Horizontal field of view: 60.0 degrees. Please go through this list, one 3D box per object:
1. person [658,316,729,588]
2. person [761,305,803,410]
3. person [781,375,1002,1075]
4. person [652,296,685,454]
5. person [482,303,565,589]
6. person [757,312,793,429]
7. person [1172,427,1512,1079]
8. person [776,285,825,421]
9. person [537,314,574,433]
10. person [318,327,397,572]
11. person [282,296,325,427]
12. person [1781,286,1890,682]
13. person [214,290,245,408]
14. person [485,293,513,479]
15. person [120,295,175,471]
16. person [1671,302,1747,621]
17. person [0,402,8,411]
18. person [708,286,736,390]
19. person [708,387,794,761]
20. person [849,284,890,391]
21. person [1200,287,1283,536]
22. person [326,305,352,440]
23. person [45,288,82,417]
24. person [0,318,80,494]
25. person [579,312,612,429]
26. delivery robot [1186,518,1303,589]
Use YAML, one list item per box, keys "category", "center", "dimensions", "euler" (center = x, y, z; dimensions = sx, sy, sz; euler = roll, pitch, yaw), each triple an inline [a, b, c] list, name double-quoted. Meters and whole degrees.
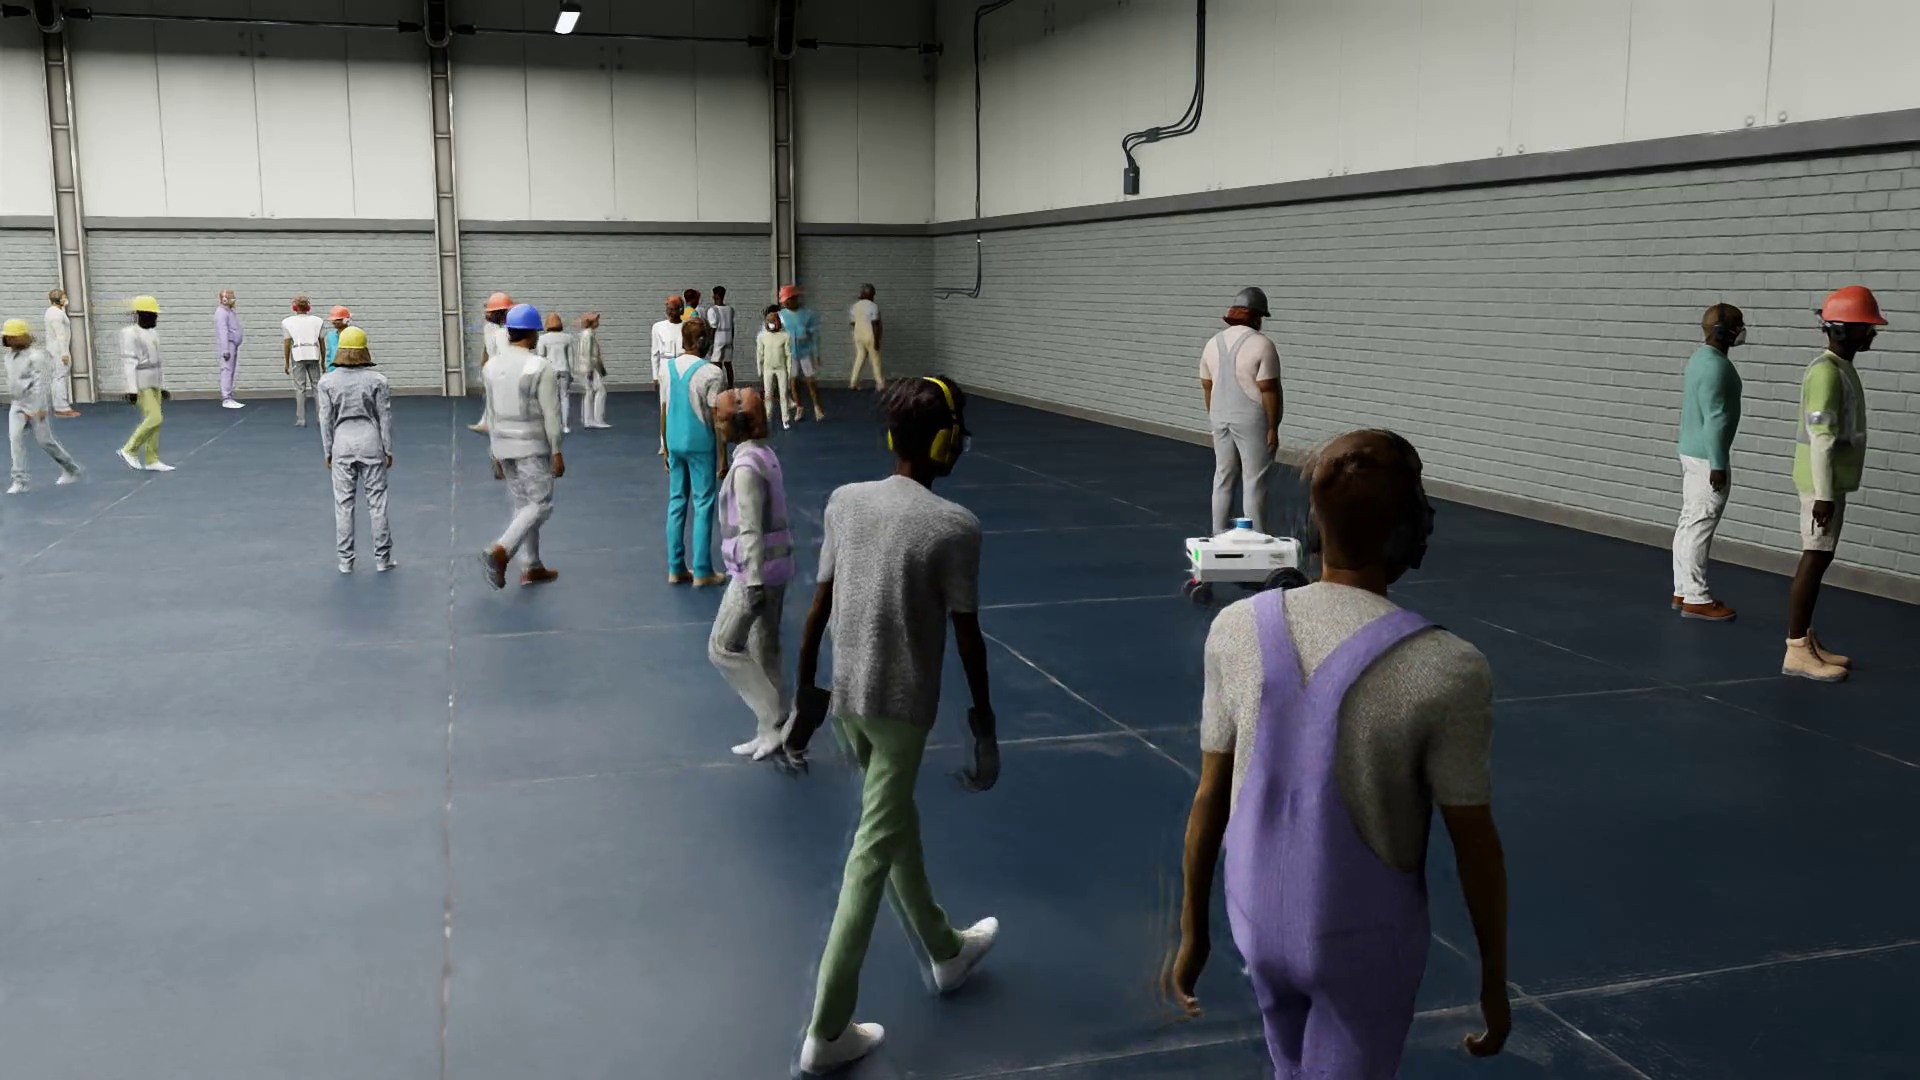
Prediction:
- category: "person"
  center: [-1.791, -0.588, 11.223]
  dimensions: [0.524, 1.834, 0.355]
  euler: [4, 10, 25]
- category: "person"
  center: [-2.848, -2.884, 26.391]
  dimensions: [0.840, 1.653, 0.551]
  euler: [2, 9, 14]
- category: "person"
  center: [-0.123, 0.465, 4.544]
  dimensions: [0.539, 1.813, 0.952]
  euler: [8, 12, 40]
- category: "person"
  center: [-3.363, -1.950, 19.754]
  dimensions: [0.574, 1.881, 0.358]
  euler: [-1, 9, -6]
- category: "person"
  center: [-2.954, -0.602, 11.060]
  dimensions: [0.616, 1.925, 0.741]
  euler: [5, 10, 31]
- category: "person"
  center: [-2.575, -2.354, 23.154]
  dimensions: [0.499, 1.627, 0.279]
  euler: [0, 9, 3]
- category: "person"
  center: [0.719, 0.708, 2.980]
  dimensions: [0.557, 1.819, 0.757]
  euler: [8, 12, 40]
- category: "person"
  center: [-2.377, -2.707, 24.232]
  dimensions: [0.673, 1.991, 0.499]
  euler: [0, 9, -3]
- category: "person"
  center: [-5.472, -2.247, 22.541]
  dimensions: [0.507, 1.608, 0.397]
  euler: [-5, 10, -28]
- category: "person"
  center: [-4.278, -0.638, 11.825]
  dimensions: [0.487, 1.744, 0.297]
  euler: [-2, 9, -13]
- category: "person"
  center: [-9.209, -2.503, 23.389]
  dimensions: [0.564, 1.846, 0.393]
  euler: [-6, 11, -35]
- category: "person"
  center: [4.564, -0.294, 8.678]
  dimensions: [0.388, 2.041, 0.615]
  euler: [6, 11, 32]
- category: "person"
  center: [-11.812, -3.084, 26.913]
  dimensions: [0.399, 1.908, 0.643]
  euler: [-2, 9, -15]
- category: "person"
  center: [-4.727, -1.594, 17.310]
  dimensions: [0.376, 1.932, 0.551]
  euler: [0, 9, 0]
- category: "person"
  center: [-8.759, -1.679, 17.936]
  dimensions: [0.452, 1.909, 0.582]
  euler: [0, 9, -3]
- category: "person"
  center: [4.611, -0.486, 10.231]
  dimensions: [0.371, 1.941, 0.627]
  euler: [2, 9, 15]
- category: "person"
  center: [-15.574, -2.927, 26.271]
  dimensions: [0.882, 1.806, 0.580]
  euler: [2, 9, 12]
- category: "person"
  center: [-4.177, -3.449, 29.046]
  dimensions: [0.368, 1.966, 0.602]
  euler: [7, 11, 37]
- category: "person"
  center: [-0.894, 0.159, 7.118]
  dimensions: [0.370, 1.625, 0.534]
  euler: [1, 9, 6]
- category: "person"
  center: [-1.720, -3.776, 30.898]
  dimensions: [0.697, 2.000, 0.855]
  euler: [8, 12, 41]
- category: "person"
  center: [2.150, -0.875, 12.390]
  dimensions: [0.536, 2.000, 0.677]
  euler: [-7, 12, -39]
- category: "person"
  center: [-7.793, -2.087, 21.043]
  dimensions: [0.572, 1.747, 0.341]
  euler: [4, 10, 22]
- category: "person"
  center: [-13.586, -2.821, 25.128]
  dimensions: [0.372, 1.940, 0.627]
  euler: [-7, 11, -38]
- category: "person"
  center: [-9.089, -1.332, 16.340]
  dimensions: [0.488, 1.712, 0.746]
  euler: [2, 9, 14]
- category: "person"
  center: [-5.033, -2.344, 23.068]
  dimensions: [0.476, 1.625, 0.541]
  euler: [-2, 9, -9]
- category: "delivery robot"
  center: [1.801, 0.104, 10.569]
  dimensions: [0.707, 0.478, 0.477]
  euler: [0, 9, -2]
